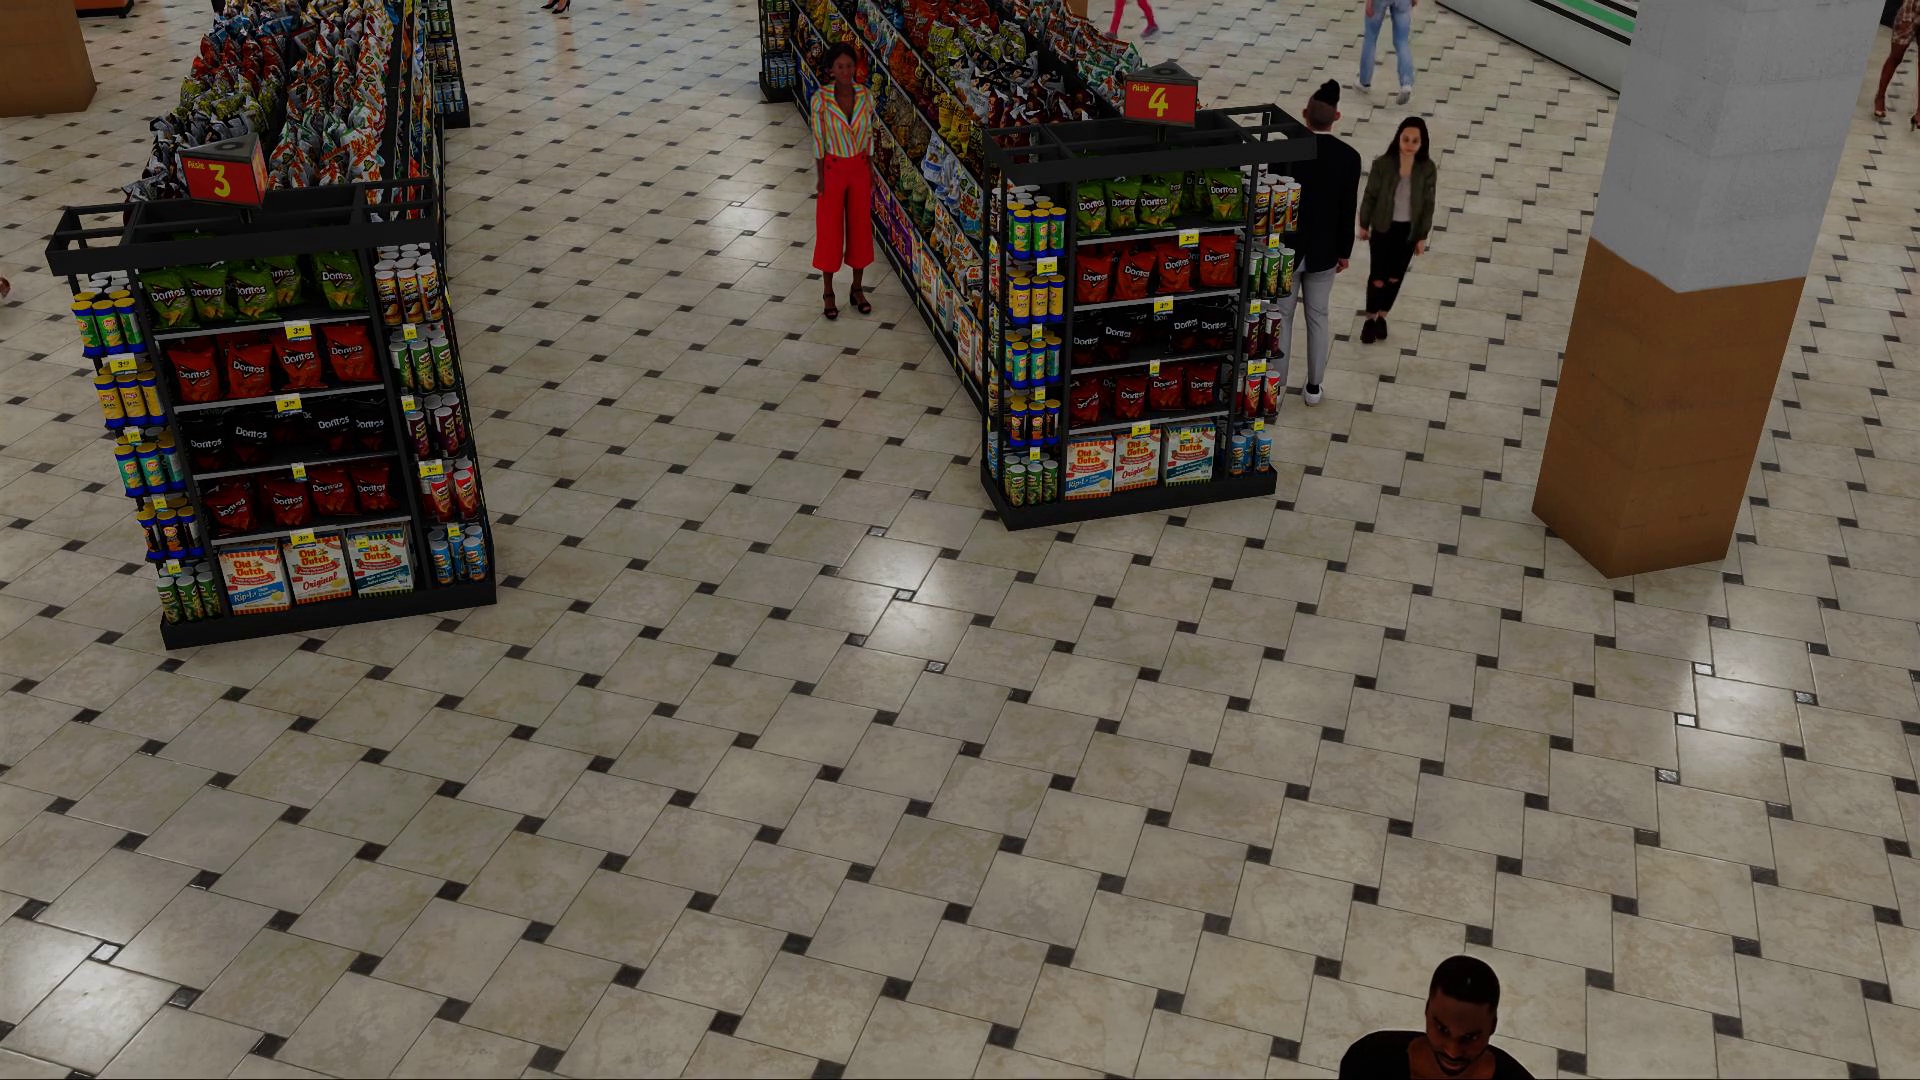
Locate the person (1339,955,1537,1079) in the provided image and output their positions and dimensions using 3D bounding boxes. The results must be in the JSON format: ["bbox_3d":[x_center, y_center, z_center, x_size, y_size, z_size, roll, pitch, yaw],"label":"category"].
[{"bbox_3d":[1.141,1.729,4.197,0.714,1.806,0.704,8,33,12],"label":"person"}]

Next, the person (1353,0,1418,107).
[{"bbox_3d":[3.816,-4.717,14.541,0.755,1.822,1.162,-4,32,-6],"label":"person"}]

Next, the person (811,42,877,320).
[{"bbox_3d":[-0.739,-2.296,10.678,0.626,1.792,0.554,-12,34,-18],"label":"person"}]

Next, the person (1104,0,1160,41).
[{"bbox_3d":[1.767,-5.574,16.466,0.693,1.244,0.894,-15,35,-23],"label":"person"}]

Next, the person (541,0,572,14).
[{"bbox_3d":[-4.298,-6.434,17.304,0.857,1.818,0.767,-19,37,-28],"label":"person"}]

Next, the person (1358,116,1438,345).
[{"bbox_3d":[2.727,-1.966,10.460,0.680,1.462,0.700,6,32,10],"label":"person"}]

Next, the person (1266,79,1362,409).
[{"bbox_3d":[1.982,-1.688,9.553,0.769,1.949,0.683,0,32,0],"label":"person"}]
